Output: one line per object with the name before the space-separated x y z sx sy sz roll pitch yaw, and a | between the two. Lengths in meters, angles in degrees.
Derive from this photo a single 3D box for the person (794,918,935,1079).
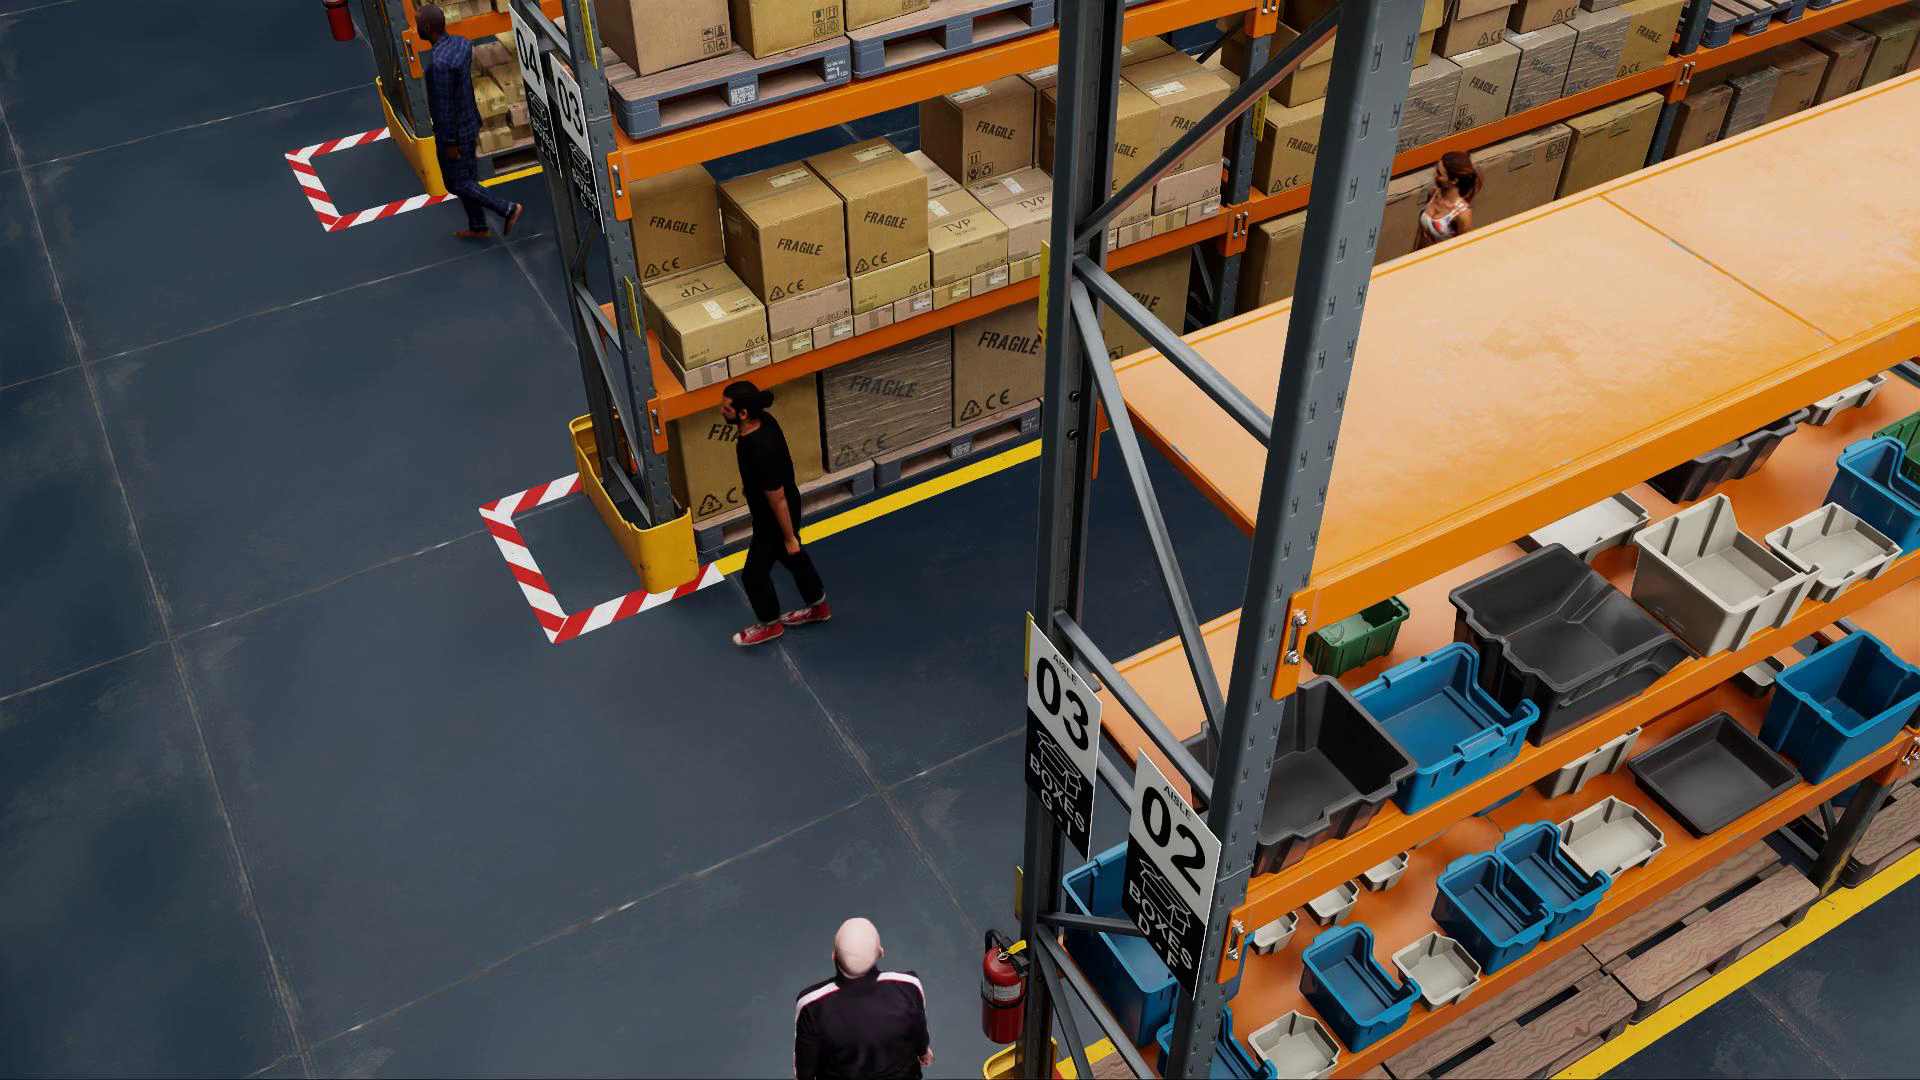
person | -0.330 2.148 6.479 0.984 1.818 0.957 -10 44 -11

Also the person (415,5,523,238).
person | -3.522 -2.948 11.946 0.962 1.806 0.887 1 43 1

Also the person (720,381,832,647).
person | -0.923 -0.134 8.991 0.912 1.726 0.798 -7 44 -8

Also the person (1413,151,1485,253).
person | 3.019 -1.685 10.605 0.553 1.789 0.585 -16 45 -16
